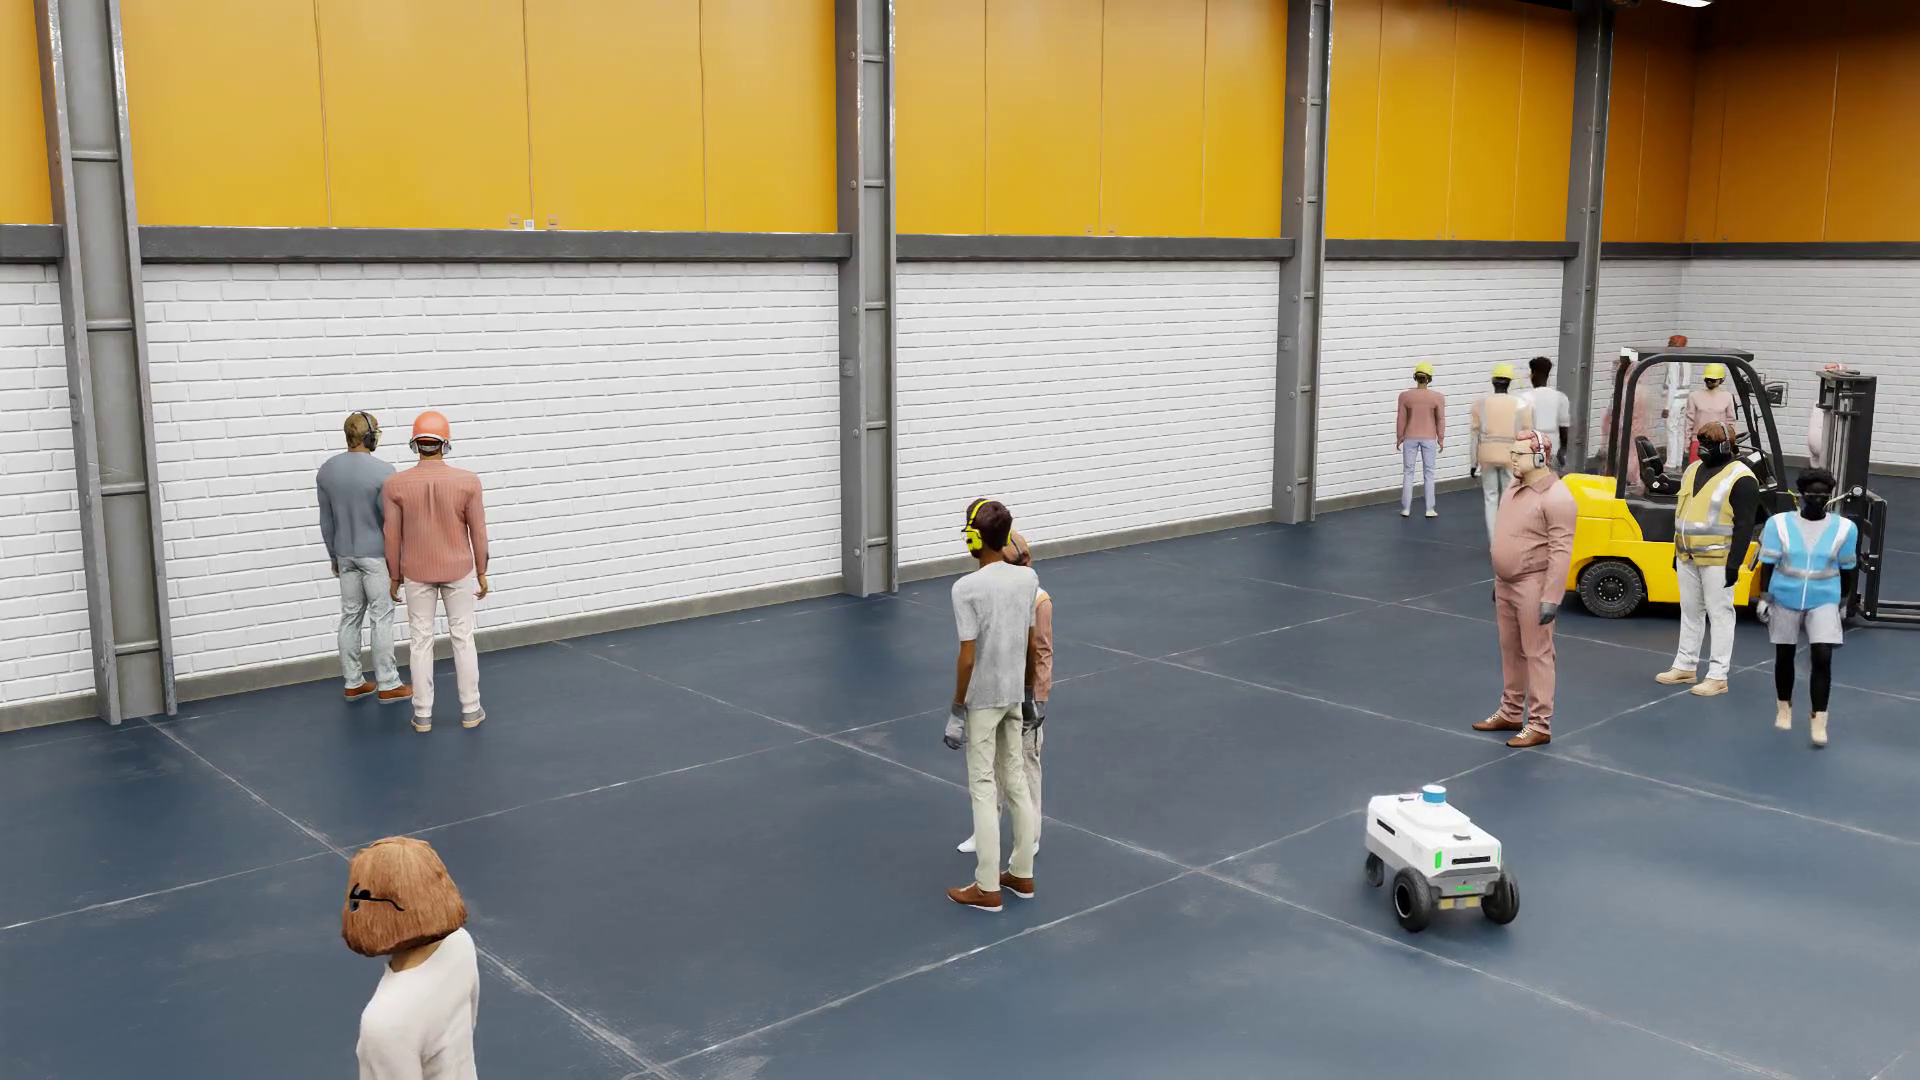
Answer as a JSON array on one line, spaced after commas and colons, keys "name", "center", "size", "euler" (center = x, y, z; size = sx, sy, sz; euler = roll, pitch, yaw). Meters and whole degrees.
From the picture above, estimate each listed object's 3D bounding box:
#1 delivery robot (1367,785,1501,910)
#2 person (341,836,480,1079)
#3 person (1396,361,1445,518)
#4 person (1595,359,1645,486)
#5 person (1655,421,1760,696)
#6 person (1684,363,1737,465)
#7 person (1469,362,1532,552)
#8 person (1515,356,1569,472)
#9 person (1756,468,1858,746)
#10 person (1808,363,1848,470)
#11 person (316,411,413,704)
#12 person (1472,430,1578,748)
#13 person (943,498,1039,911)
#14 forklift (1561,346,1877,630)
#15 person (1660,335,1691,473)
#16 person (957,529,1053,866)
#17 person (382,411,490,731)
[{"name": "delivery robot", "center": [2.128, 1.351, 7.501], "size": [0.477, 0.478, 0.707], "euler": [-2, 10, -12]}, {"name": "person", "center": [-1.250, 1.478, 3.874], "size": [0.284, 1.634, 0.498], "euler": [1, 10, 4]}, {"name": "person", "center": [5.191, -1.130, 18.760], "size": [0.533, 1.767, 0.326], "euler": [3, 10, 19]}, {"name": "person", "center": [7.032, -0.998, 17.731], "size": [0.993, 1.853, 0.657], "euler": [4, 11, 23]}, {"name": "person", "center": [5.040, 0.119, 11.227], "size": [0.429, 1.844, 0.625], "euler": [-3, 10, -18]}, {"name": "person", "center": [8.353, -1.093, 18.558], "size": [0.523, 1.763, 0.329], "euler": [5, 11, 25]}, {"name": "person", "center": [5.306, -0.794, 16.377], "size": [0.606, 1.901, 0.491], "euler": [3, 10, 15]}, {"name": "person", "center": [5.982, -0.934, 17.174], "size": [0.606, 1.929, 0.986], "euler": [-2, 10, -14]}, {"name": "person", "center": [5.114, 0.399, 10.086], "size": [0.540, 1.673, 0.722], "euler": [5, 11, 26]}, {"name": "person", "center": [8.506, -0.778, 16.288], "size": [0.399, 1.910, 0.643], "euler": [0, 10, -2]}, {"name": "person", "center": [-3.902, 0.117, 10.952], "size": [0.635, 1.939, 0.367], "euler": [3, 10, 19]}, {"name": "person", "center": [3.406, 0.288, 10.053], "size": [0.409, 1.906, 0.651], "euler": [-2, 10, -13]}, {"name": "person", "center": [0.142, 0.743, 7.516], "size": [0.534, 1.861, 0.310], "euler": [-9, 13, -42]}, {"name": "forklift", "center": [6.109, -0.478, 13.691], "size": [2.313, 2.155, 1.214], "euler": [3, 10, 16]}, {"name": "person", "center": [9.663, -1.827, 22.523], "size": [0.356, 1.878, 0.599], "euler": [8, 13, 40]}, {"name": "person", "center": [0.228, 0.756, 8.089], "size": [0.513, 1.640, 0.309], "euler": [8, 13, 39]}, {"name": "person", "center": [-3.240, 0.195, 10.331], "size": [0.620, 1.994, 0.381], "euler": [-3, 10, -16]}]
